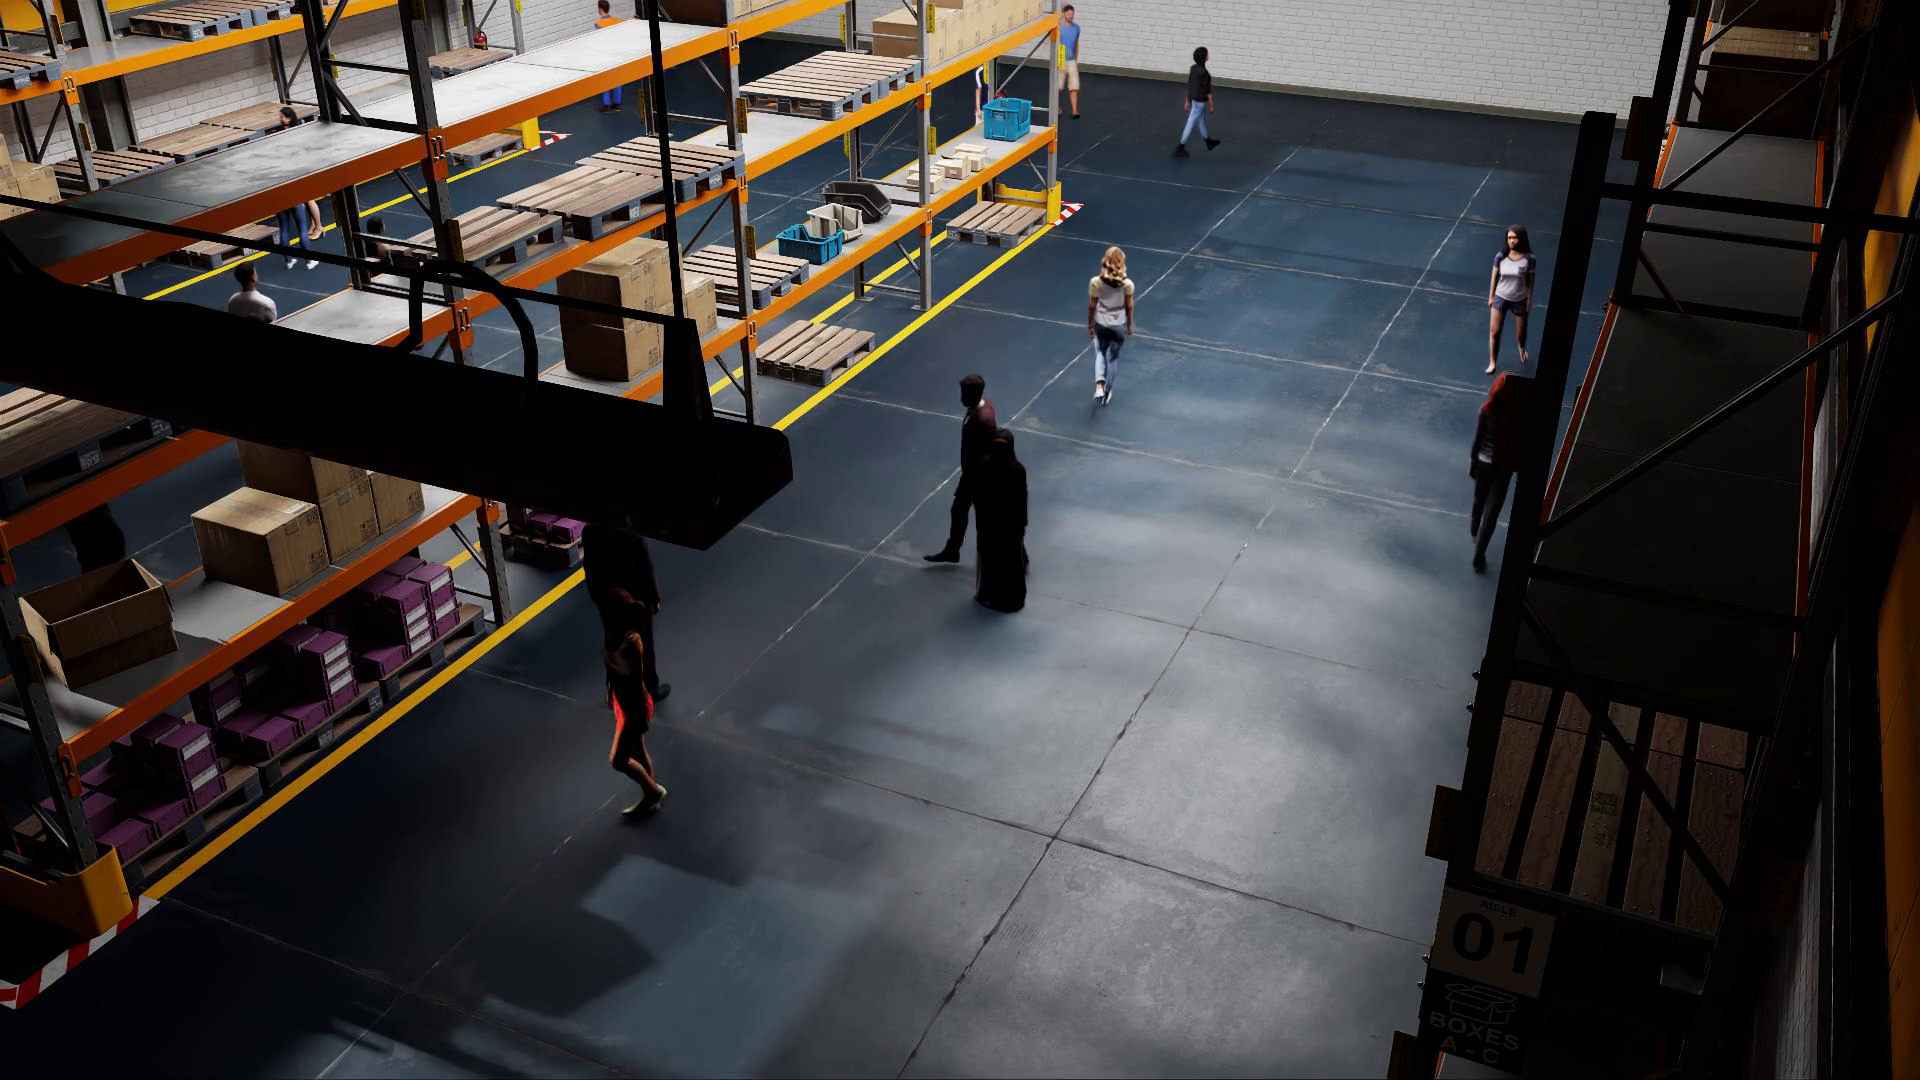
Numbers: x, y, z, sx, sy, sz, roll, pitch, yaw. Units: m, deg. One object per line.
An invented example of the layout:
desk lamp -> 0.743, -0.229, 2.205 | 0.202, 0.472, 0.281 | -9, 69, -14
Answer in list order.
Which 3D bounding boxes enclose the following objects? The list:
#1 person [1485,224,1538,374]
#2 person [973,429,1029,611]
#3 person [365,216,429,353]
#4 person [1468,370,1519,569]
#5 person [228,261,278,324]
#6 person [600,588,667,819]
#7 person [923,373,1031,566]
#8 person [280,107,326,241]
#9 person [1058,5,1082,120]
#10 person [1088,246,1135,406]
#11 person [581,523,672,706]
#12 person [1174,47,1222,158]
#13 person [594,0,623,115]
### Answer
person -> 6.057, -2.648, 18.167 | 0.656, 1.686, 0.832 | 9, 30, 16
person -> 0.342, -0.192, 13.741 | 0.615, 1.612, 0.604 | 11, 31, 20
person -> -6.315, -2.641, 18.145 | 0.715, 1.695, 1.123 | 8, 30, 14
person -> 4.584, -0.572, 14.304 | 0.586, 1.739, 1.021 | 13, 31, 22
person -> -6.942, -1.825, 16.486 | 0.741, 1.850, 0.853 | 8, 30, 15
person -> -2.127, 1.098, 11.199 | 0.771, 1.782, 0.726 | -16, 32, -26
person -> 0.262, -0.541, 14.162 | 1.113, 1.821, 1.178 | -3, 29, -5
person -> -8.800, -4.893, 22.195 | 0.813, 1.769, 0.781 | -16, 33, -27
person -> 1.723, -7.995, 27.837 | 1.126, 1.813, 1.280 | -6, 29, -11
person -> 1.560, -2.177, 17.277 | 0.702, 1.711, 0.725 | 5, 29, 9
person -> -2.504, 0.404, 12.409 | 0.774, 1.841, 0.673 | 6, 29, 11
person -> 3.592, -6.699, 25.623 | 1.200, 1.658, 1.033 | -15, 32, -25
person -> -5.915, -8.188, 28.140 | 0.832, 1.861, 0.677 | 22, 35, 34
